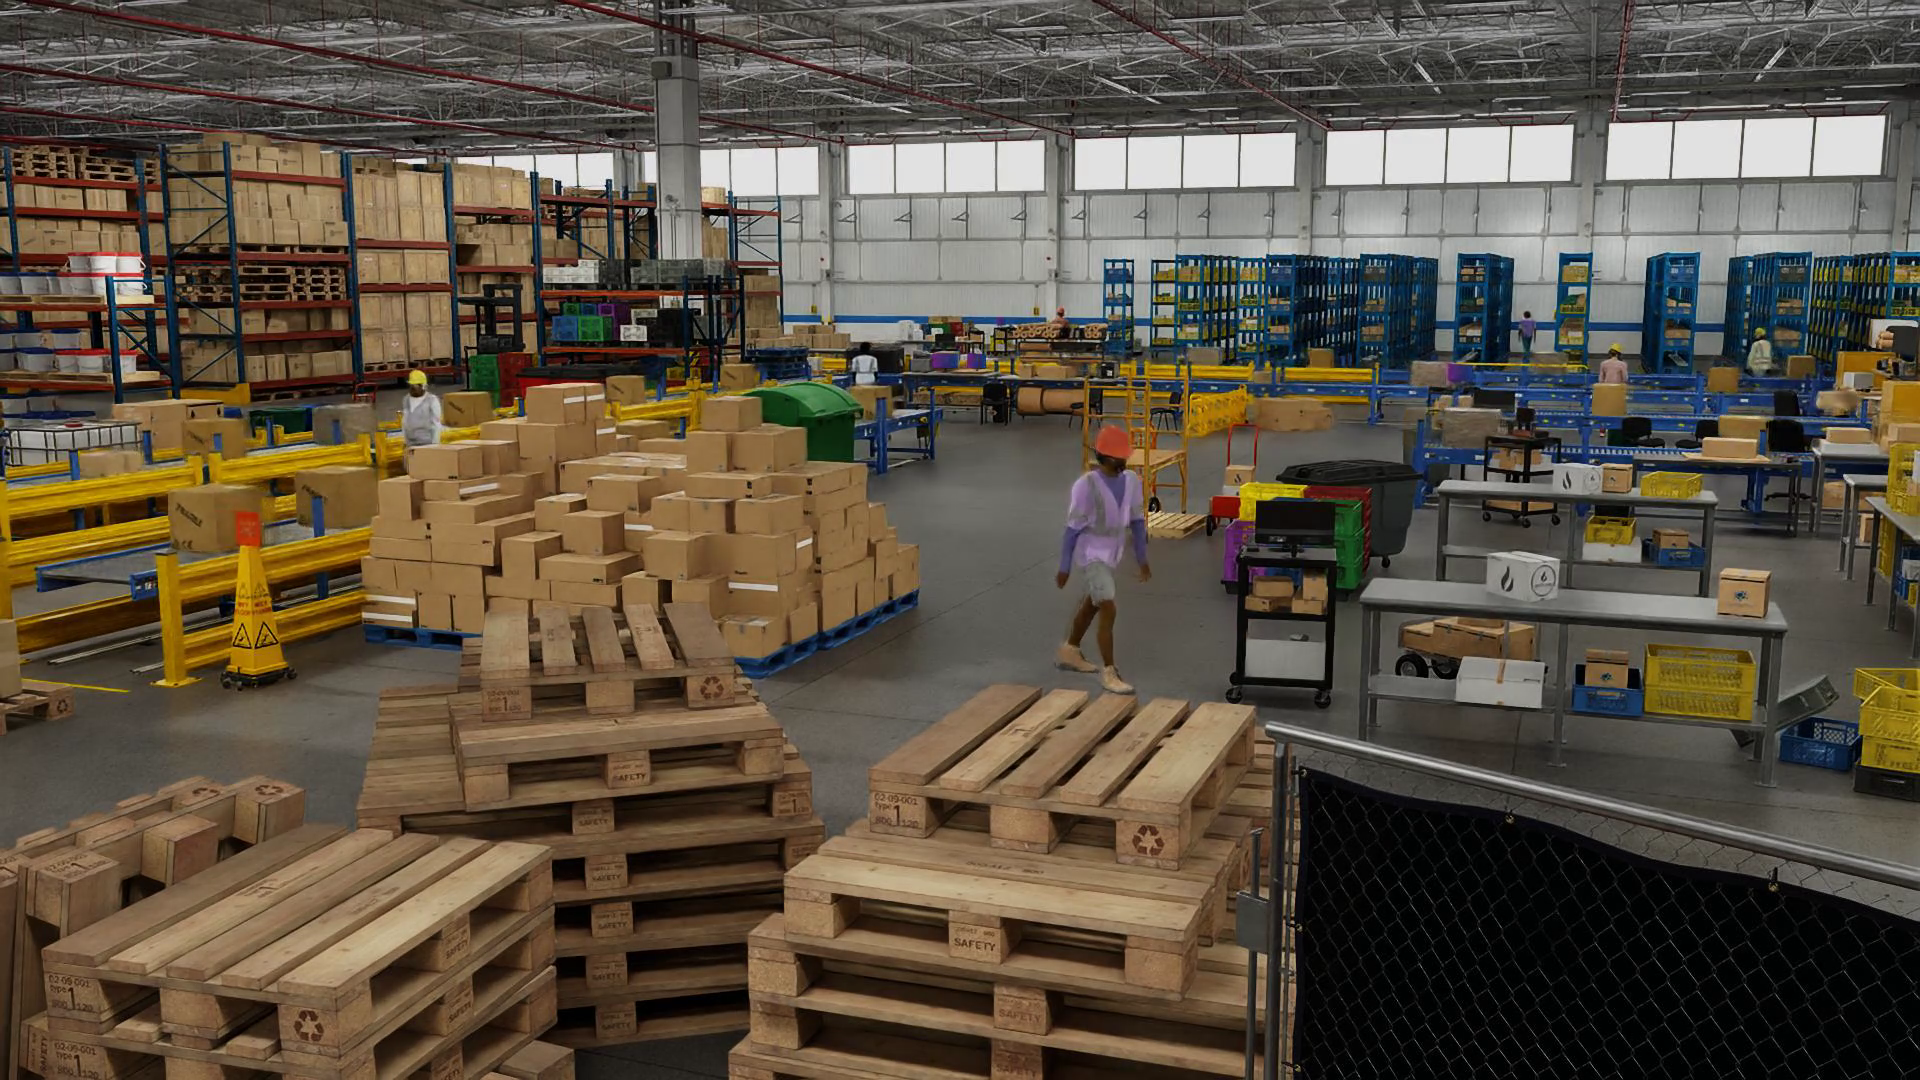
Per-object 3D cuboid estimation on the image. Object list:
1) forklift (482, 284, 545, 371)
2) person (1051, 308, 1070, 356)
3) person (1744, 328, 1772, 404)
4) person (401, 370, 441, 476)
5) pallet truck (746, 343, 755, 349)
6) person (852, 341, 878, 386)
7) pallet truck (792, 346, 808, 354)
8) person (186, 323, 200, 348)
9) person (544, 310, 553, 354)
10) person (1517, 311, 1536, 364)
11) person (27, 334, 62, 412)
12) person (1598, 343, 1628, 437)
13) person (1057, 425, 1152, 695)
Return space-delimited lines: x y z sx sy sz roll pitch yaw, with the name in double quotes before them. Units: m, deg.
"forklift" -10.832 -4.702 39.610 1.129 2.768 1.873 3 10 20
"person" 3.231 -6.459 53.414 0.625 1.992 0.389 2 9 11
"person" 18.574 -4.049 38.851 0.601 1.801 0.743 -5 11 -31
"person" -6.983 -1.294 21.521 0.618 1.820 0.412 4 10 22
"pallet truck" -6.183 -4.618 44.264 1.601 1.201 0.680 -9 12 -43
"person" -1.945 -3.232 34.122 0.538 1.688 0.422 0 9 2
"pallet truck" -3.705 -4.298 42.022 0.653 1.274 1.630 3 10 20
"person" -23.892 -6.013 51.776 0.526 1.620 0.554 3 10 20
"person" -14.469 -7.136 58.166 0.620 1.840 0.430 -4 10 -24
"person" 19.532 -6.968 57.262 0.559 1.803 0.908 -1 9 -6
"person" -18.626 -3.255 33.758 1.033 1.849 0.647 3 10 18
"person" 12.197 -2.784 31.061 0.535 1.767 0.316 8 12 40
"person" 0.996 0.114 12.293 0.641 1.976 0.981 -8 12 -42
